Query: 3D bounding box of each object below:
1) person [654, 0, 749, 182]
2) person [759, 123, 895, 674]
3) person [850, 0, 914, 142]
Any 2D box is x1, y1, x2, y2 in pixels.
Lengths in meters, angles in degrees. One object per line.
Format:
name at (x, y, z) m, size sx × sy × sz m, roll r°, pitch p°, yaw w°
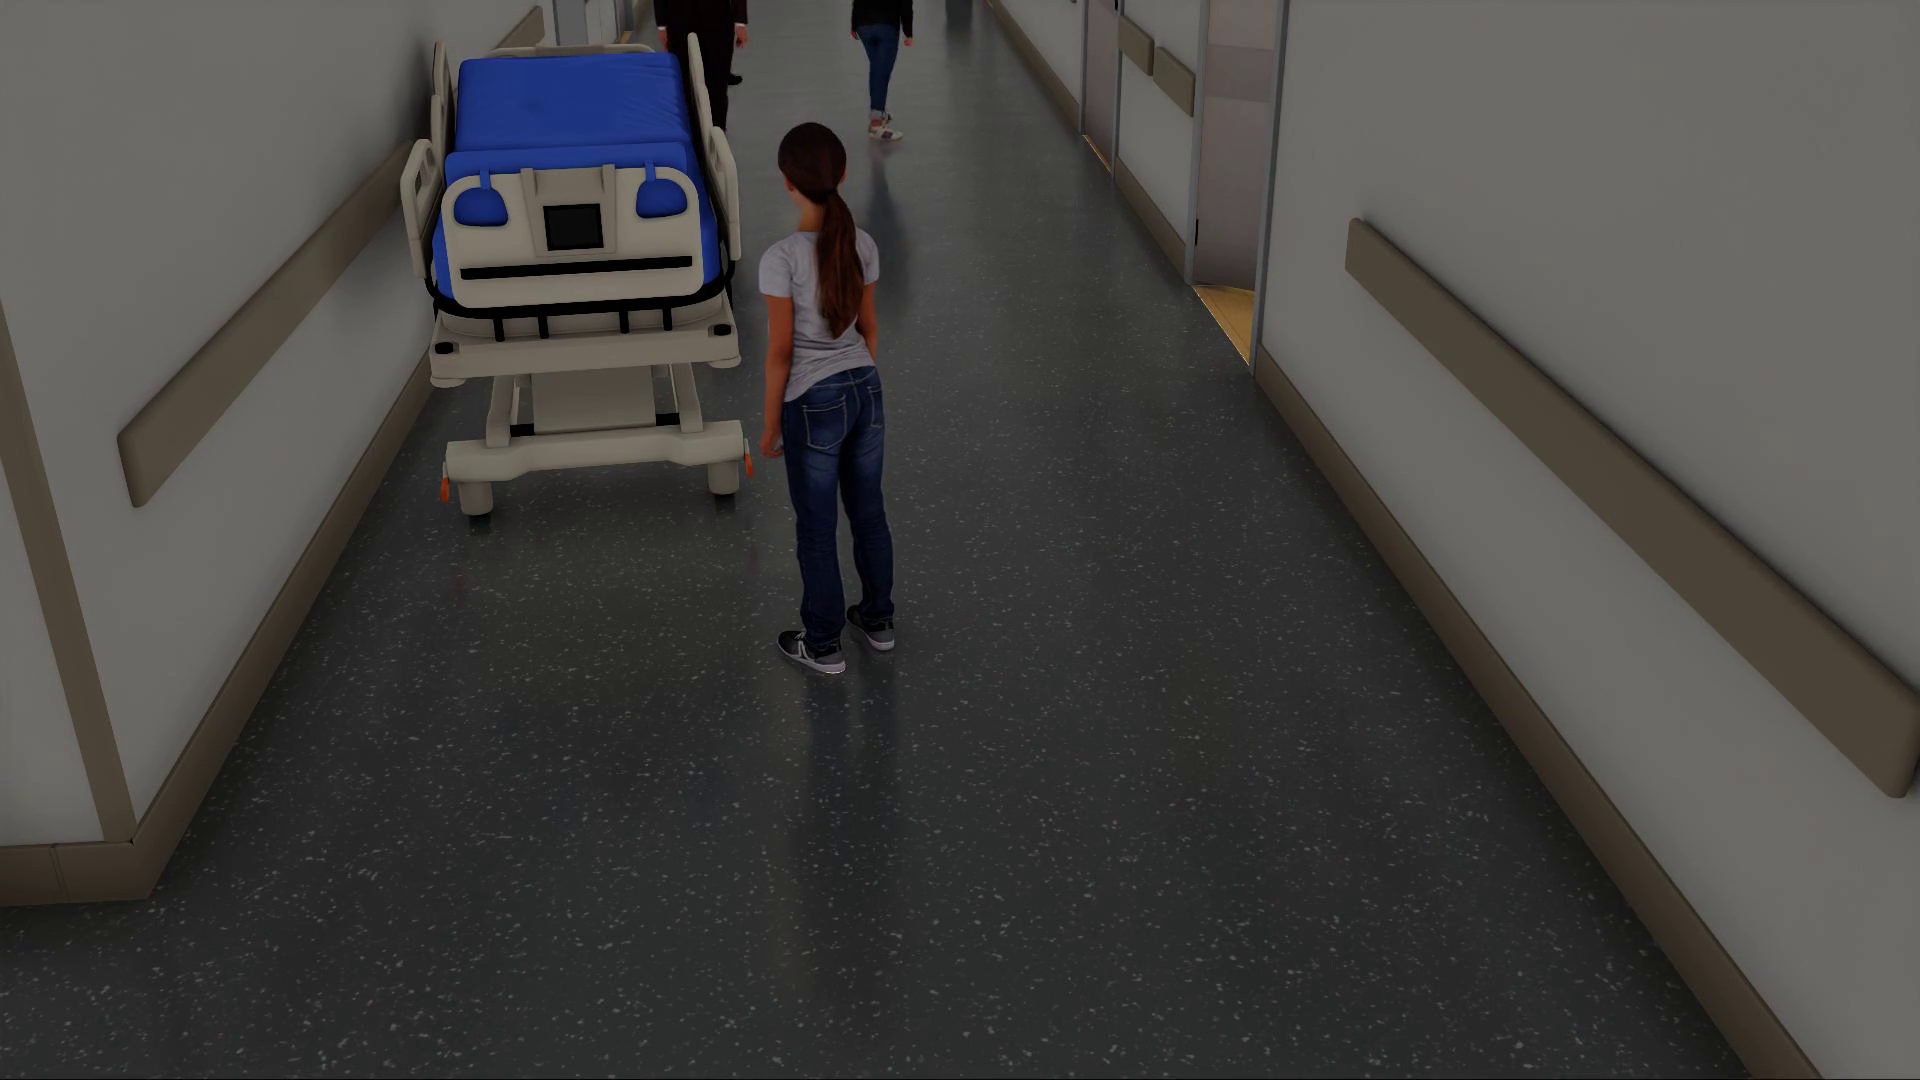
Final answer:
person at (-1.545, -3.081, 9.960) m, size 1.086 × 1.816 × 0.789 m, roll -4°, pitch 26°, yaw -8°
person at (-0.369, -0.384, 4.660) m, size 0.599 × 1.562 × 0.685 m, roll -19°, pitch 32°, yaw -34°
person at (-0.569, -3.404, 11.057) m, size 0.877 × 1.445 × 0.919 m, roll 19°, pitch 32°, yaw 34°
